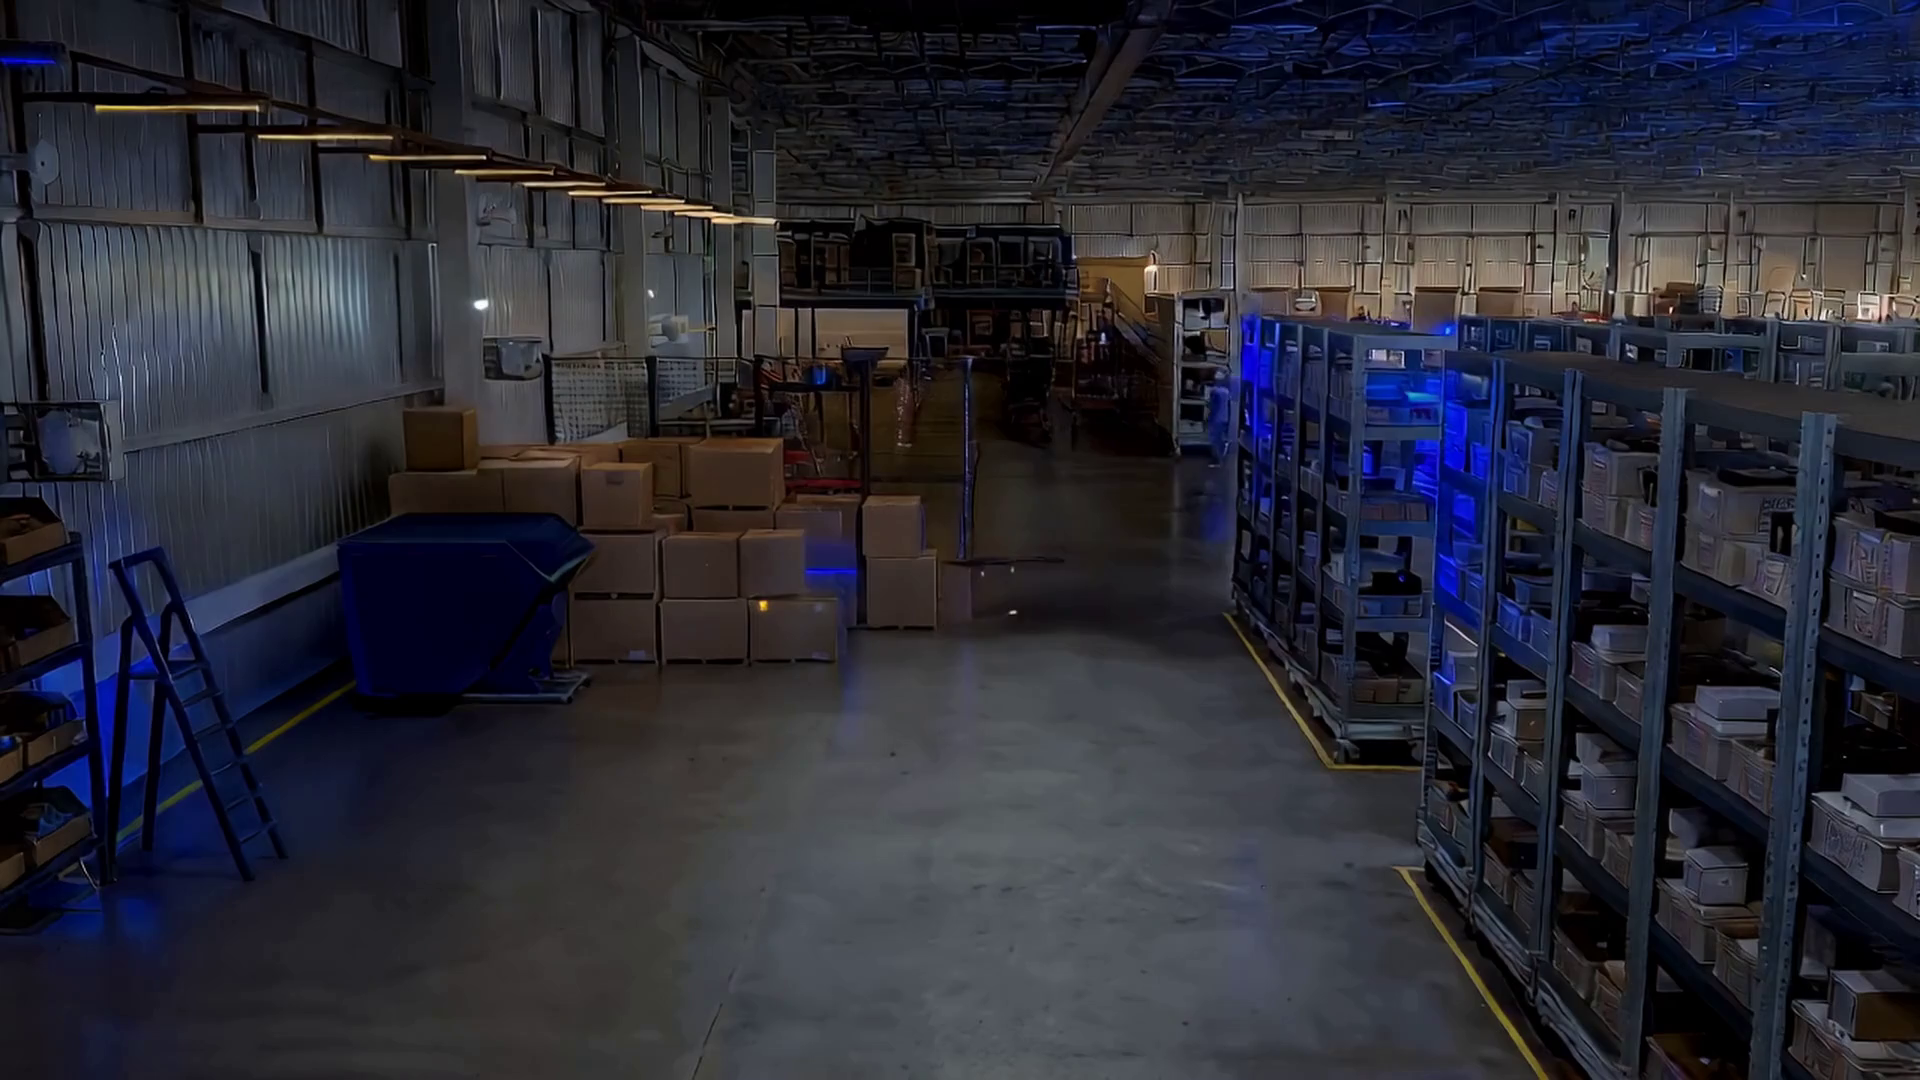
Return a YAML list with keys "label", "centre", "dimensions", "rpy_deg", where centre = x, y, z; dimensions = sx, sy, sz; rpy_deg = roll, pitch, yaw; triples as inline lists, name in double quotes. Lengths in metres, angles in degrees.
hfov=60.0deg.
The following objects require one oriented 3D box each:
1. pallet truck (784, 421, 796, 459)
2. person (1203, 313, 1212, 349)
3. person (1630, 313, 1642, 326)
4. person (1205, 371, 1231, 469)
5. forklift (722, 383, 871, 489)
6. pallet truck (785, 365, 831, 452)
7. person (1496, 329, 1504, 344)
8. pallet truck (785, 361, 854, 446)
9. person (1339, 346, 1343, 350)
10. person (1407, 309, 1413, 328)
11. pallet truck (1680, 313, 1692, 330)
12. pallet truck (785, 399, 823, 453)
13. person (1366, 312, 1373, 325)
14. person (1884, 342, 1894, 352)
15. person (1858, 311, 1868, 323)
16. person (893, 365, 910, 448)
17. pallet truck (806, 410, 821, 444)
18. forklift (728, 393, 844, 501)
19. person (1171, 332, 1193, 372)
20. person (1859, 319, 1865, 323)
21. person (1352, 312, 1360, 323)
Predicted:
- label: "pallet truck"
  centre: [-4.013, -1.793, 32.705]
  dimensions: [1.601, 1.201, 0.680]
  rpy_deg: [0, 9, 1]
- label: "person"
  centre: [12.941, -10.899, 86.861]
  dimensions: [0.585, 1.882, 0.337]
  rpy_deg: [-5, 10, -28]
- label: "person"
  centre: [34.647, -10.668, 85.281]
  dimensions: [0.373, 1.937, 0.629]
  rpy_deg: [-8, 12, -42]
- label: "person"
  centre: [5.333, -2.476, 34.453]
  dimensions: [0.642, 2.030, 0.438]
  rpy_deg: [-7, 12, -39]
- label: "forklift"
  centre: [-2.893, -1.687, 28.729]
  dimensions: [2.680, 1.987, 1.157]
  rpy_deg: [0, 9, -1]
- label: "pallet truck"
  centre: [-3.774, -2.976, 37.635]
  dimensions: [1.885, 1.965, 0.823]
  rpy_deg: [1, 9, 5]
- label: "person"
  centre: [21.699, -7.740, 67.198]
  dimensions: [0.544, 1.943, 0.347]
  rpy_deg: [5, 11, 29]
- label: "pallet truck"
  centre: [-3.410, -3.193, 38.978]
  dimensions: [1.885, 1.965, 0.823]
  rpy_deg: [0, 9, -1]
- label: "person"
  centre: [15.043, -7.426, 65.506]
  dimensions: [0.332, 1.865, 0.520]
  rpy_deg: [-2, 9, -10]
- label: "person"
  centre: [25.592, -12.173, 94.625]
  dimensions: [0.399, 1.918, 0.588]
  rpy_deg: [5, 11, 29]
- label: "pallet truck"
  centre: [36.315, -10.531, 84.244]
  dimensions: [0.823, 1.965, 1.885]
  rpy_deg: [-6, 11, -33]
- label: "pallet truck"
  centre: [-3.814, -2.432, 36.419]
  dimensions: [1.630, 1.274, 0.653]
  rpy_deg: [0, 9, 1]
- label: "person"
  centre: [21.248, -10.863, 86.443]
  dimensions: [0.387, 1.948, 0.601]
  rpy_deg: [-2, 9, -10]
- label: "person"
  centre: [33.318, -6.348, 59.400]
  dimensions: [0.711, 1.670, 0.548]
  rpy_deg: [-1, 9, -5]
- label: "person"
  centre: [49.044, -11.502, 90.454]
  dimensions: [0.419, 1.920, 0.586]
  rpy_deg: [-5, 11, -30]
- label: "person"
  centre: [-1.352, -3.113, 38.750]
  dimensions: [0.408, 1.913, 0.642]
  rpy_deg: [0, 9, 3]
- label: "pallet truck"
  centre: [-3.559, -2.018, 33.905]
  dimensions: [1.522, 1.261, 0.704]
  rpy_deg: [0, 9, -1]
- label: "forklift"
  centre: [-2.979, -1.316, 26.476]
  dimensions: [2.680, 1.987, 1.157]
  rpy_deg: [0, 9, 1]
- label: "person"
  centre: [9.042, -7.669, 67.436]
  dimensions: [0.881, 1.728, 0.529]
  rpy_deg: [2, 9, 11]
- label: "person"
  centre: [41.775, -9.362, 77.494]
  dimensions: [1.014, 1.857, 0.622]
  rpy_deg: [8, 12, 41]
- label: "person"
  centre: [22.333, -11.970, 93.804]
  dimensions: [0.778, 1.808, 0.667]
  rpy_deg: [5, 11, 29]
